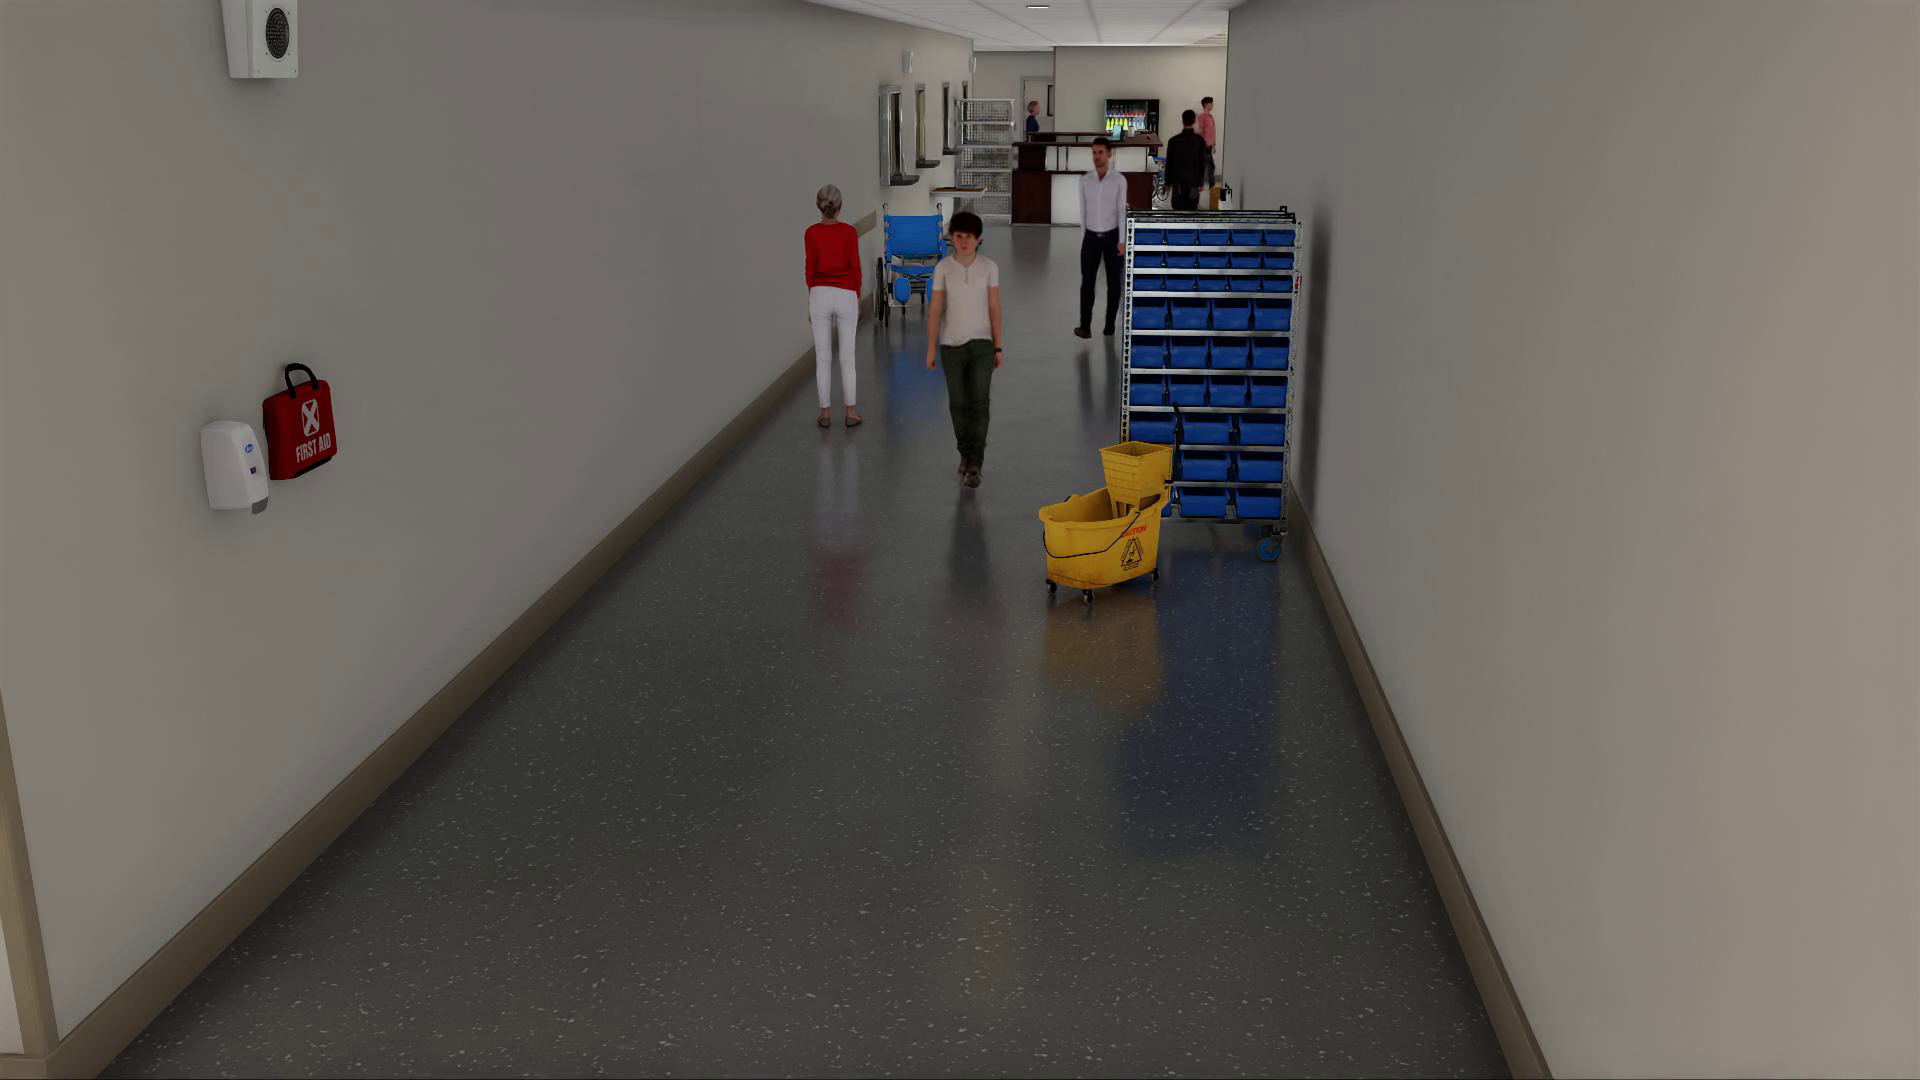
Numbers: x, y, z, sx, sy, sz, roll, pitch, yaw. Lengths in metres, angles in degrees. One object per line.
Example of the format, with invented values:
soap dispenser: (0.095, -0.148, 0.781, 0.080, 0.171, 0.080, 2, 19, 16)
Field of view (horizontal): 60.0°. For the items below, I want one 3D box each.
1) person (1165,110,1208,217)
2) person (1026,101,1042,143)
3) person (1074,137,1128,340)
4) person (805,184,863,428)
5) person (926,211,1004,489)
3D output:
person: (3.094, -4.900, 22.837, 1.082, 1.914, 0.771, 1, 16, 5)
person: (1.386, -7.896, 33.564, 0.685, 1.860, 0.708, 0, 16, -1)
person: (1.368, -2.790, 15.507, 1.194, 1.830, 0.883, 5, 16, 17)
person: (-0.887, -1.644, 11.696, 0.501, 1.693, 0.620, 0, 16, 0)
person: (0.044, -1.155, 10.099, 0.975, 1.619, 0.669, 1, 16, 3)
